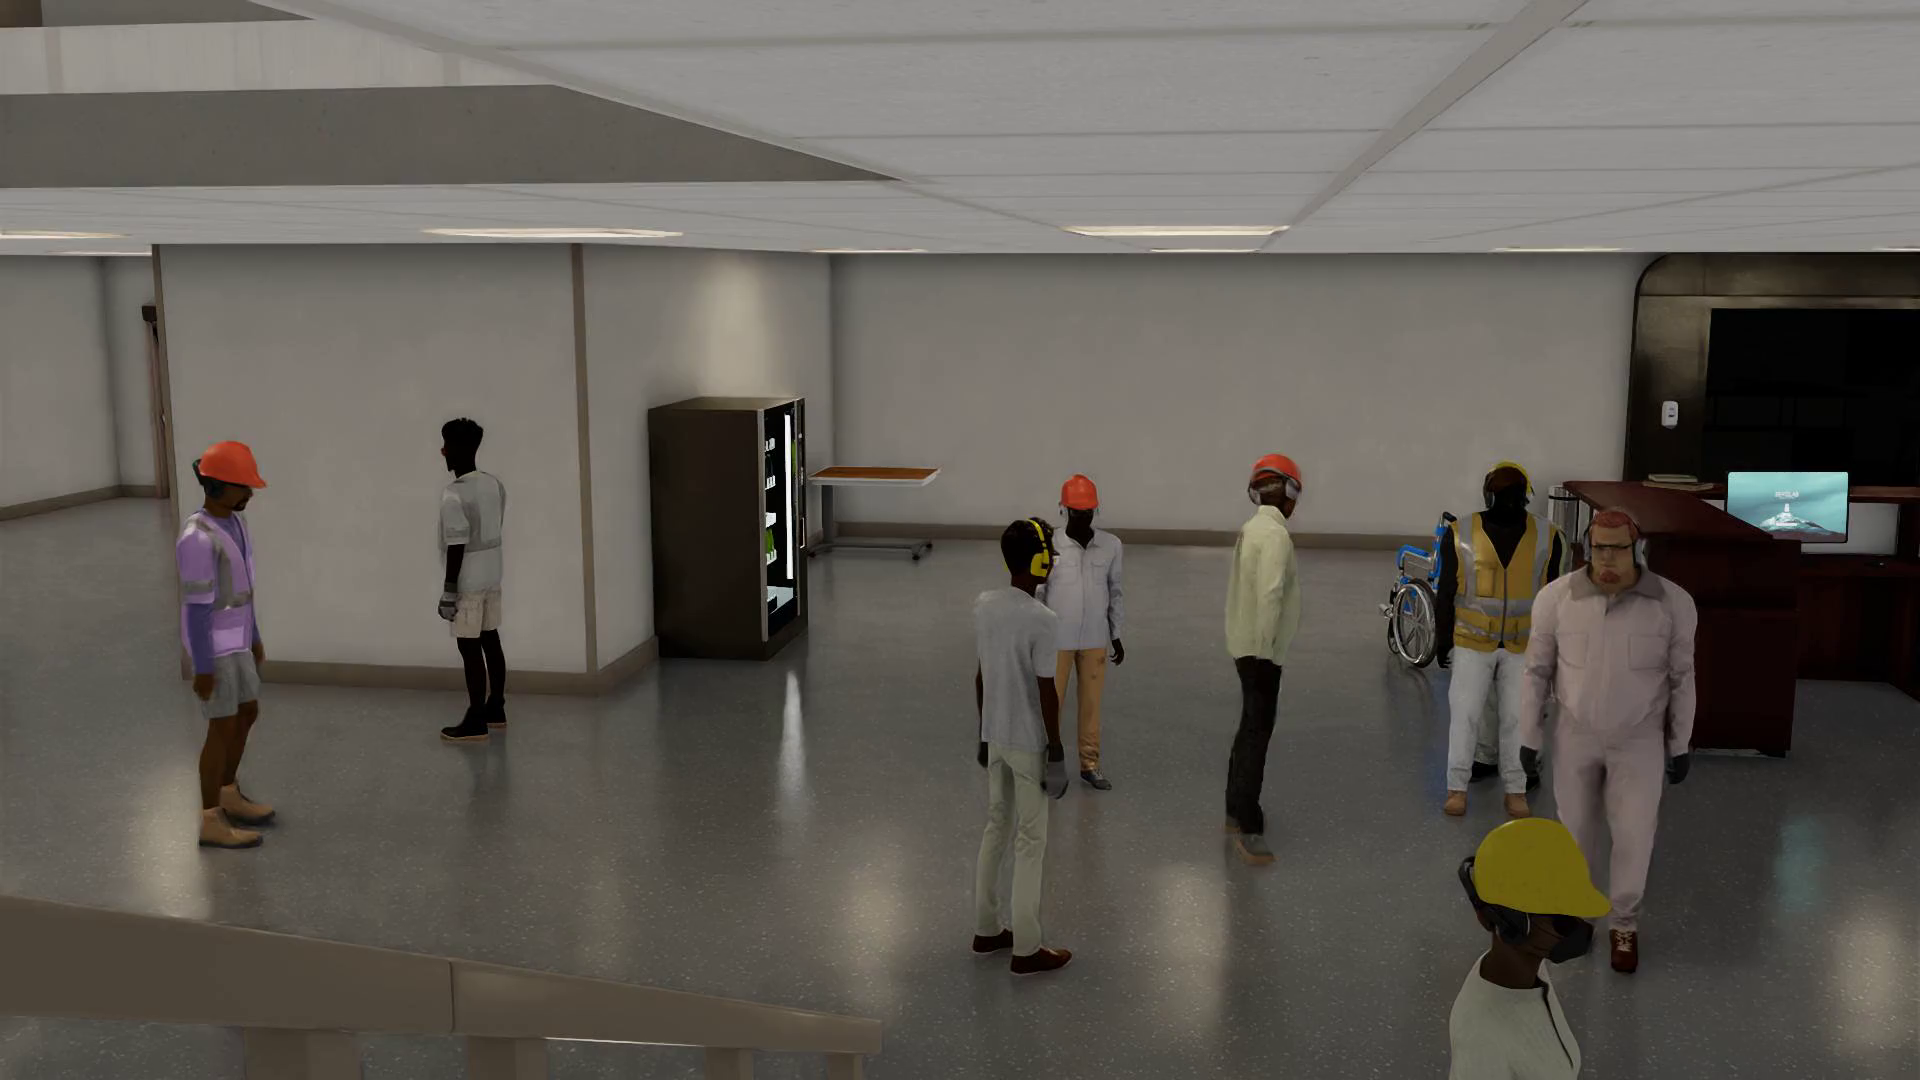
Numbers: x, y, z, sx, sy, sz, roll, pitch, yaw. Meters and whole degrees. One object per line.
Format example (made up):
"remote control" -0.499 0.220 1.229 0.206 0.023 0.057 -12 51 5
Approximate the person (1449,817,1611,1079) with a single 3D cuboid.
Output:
"person" 1.125 1.422 3.416 0.315 1.769 0.524 4 10 26

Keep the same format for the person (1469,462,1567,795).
"person" 2.998 0.473 9.124 0.403 1.819 0.599 -9 13 -43

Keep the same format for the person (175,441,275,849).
"person" -3.634 0.519 8.214 0.508 2.018 0.648 0 9 -3

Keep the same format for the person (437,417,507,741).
"person" -2.976 0.237 10.109 0.367 1.966 0.604 2 9 11

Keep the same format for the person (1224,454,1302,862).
"person" 1.506 0.568 8.175 0.390 1.948 0.758 0 9 2

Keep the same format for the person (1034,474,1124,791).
"person" 0.639 0.512 9.060 0.563 1.752 0.327 -3 10 -17

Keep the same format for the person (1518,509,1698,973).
"person" 2.623 0.814 6.795 0.673 1.886 0.576 5 10 26

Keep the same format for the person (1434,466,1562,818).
"person" 2.798 0.531 8.674 0.633 1.846 0.429 2 9 10

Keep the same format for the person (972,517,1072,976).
"person" 0.246 0.832 6.777 0.322 1.862 0.512 -7 11 -35
